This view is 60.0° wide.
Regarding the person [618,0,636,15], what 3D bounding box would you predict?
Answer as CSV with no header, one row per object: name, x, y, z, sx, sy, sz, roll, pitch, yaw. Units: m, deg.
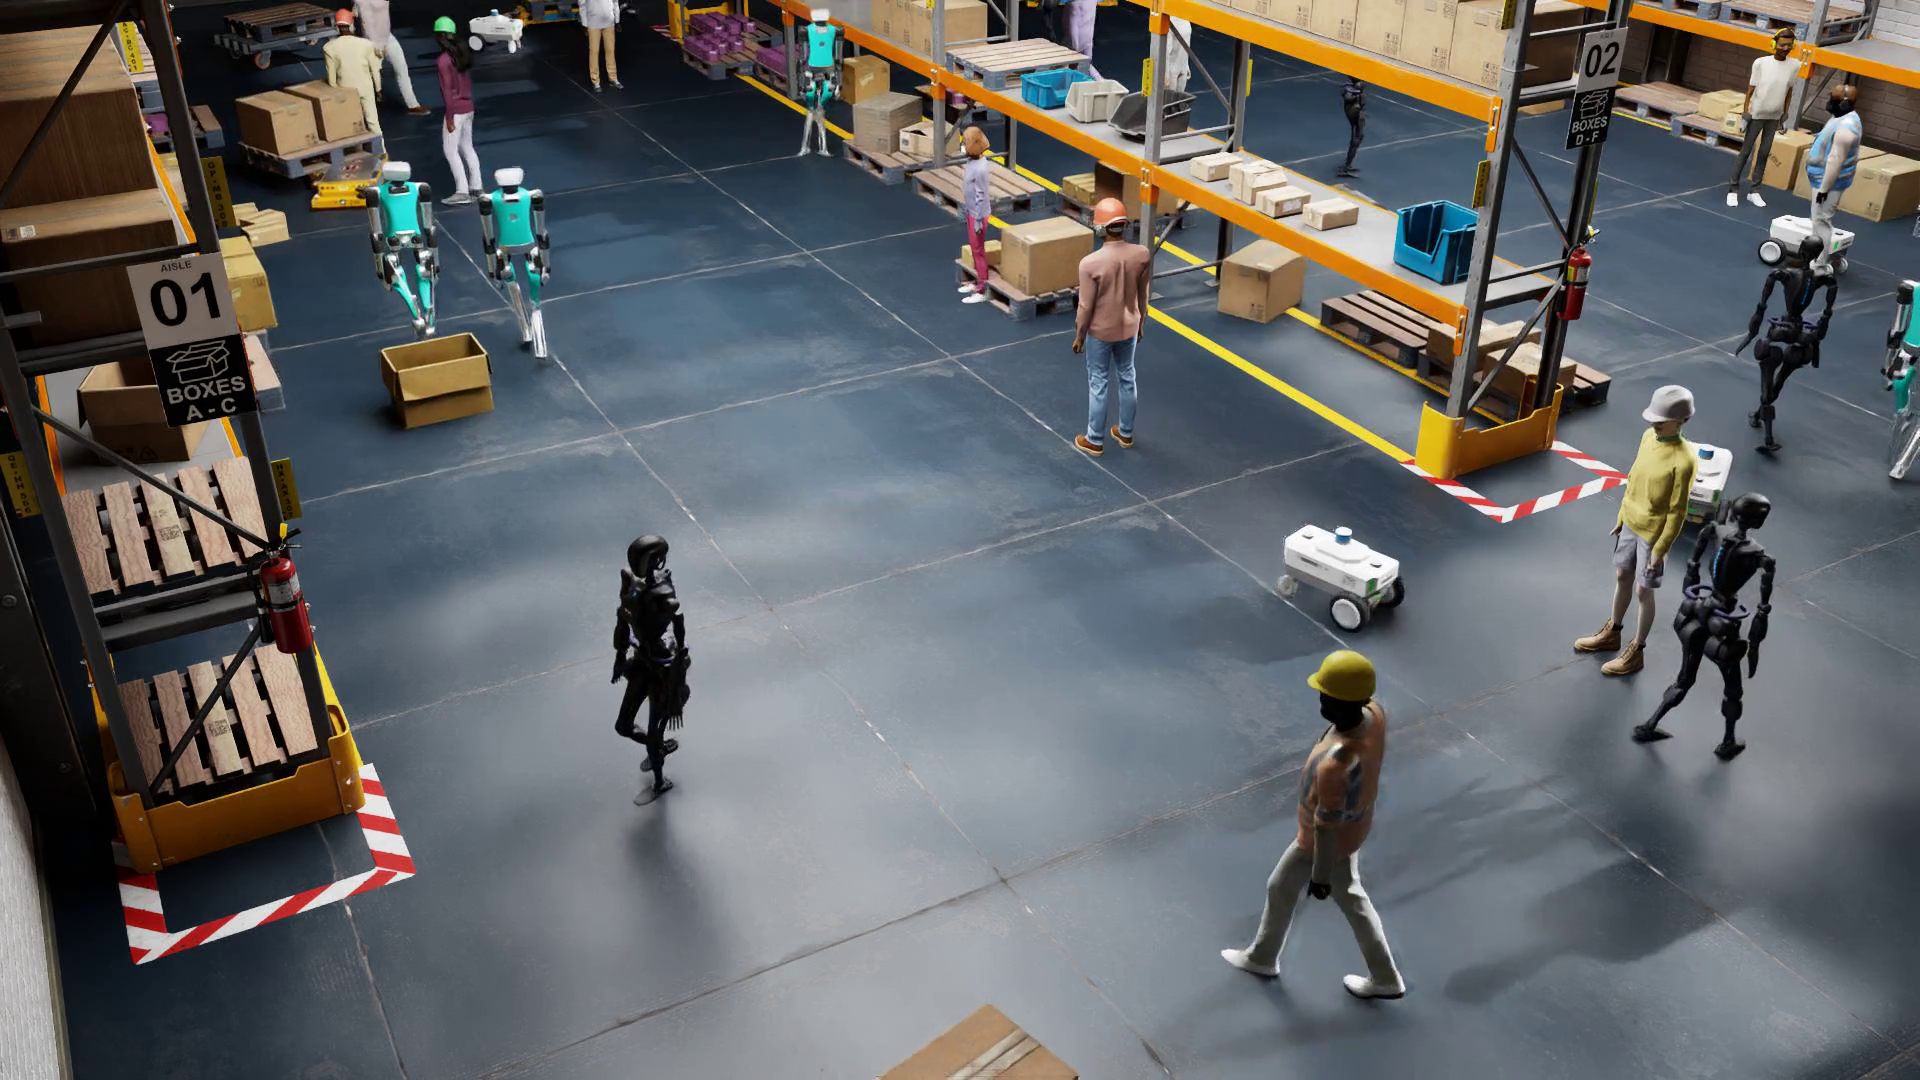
person,-5.130,-9.018,25.553,0.567,1.820,0.394,-21,36,-31

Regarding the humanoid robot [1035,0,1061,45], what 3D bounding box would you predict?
humanoid robot,1.271,-7.631,23.288,0.358,1.644,0.584,9,31,16

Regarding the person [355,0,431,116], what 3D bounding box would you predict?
person,-7.228,-6.176,20.540,0.999,1.893,0.640,7,31,12

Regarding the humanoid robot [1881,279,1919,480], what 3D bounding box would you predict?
humanoid robot,7.035,-1.195,12.110,0.814,1.861,0.530,-26,39,-37

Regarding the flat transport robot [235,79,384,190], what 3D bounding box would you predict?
flat transport robot,-7.261,-4.201,18.723,1.431,0.231,0.659,22,36,33

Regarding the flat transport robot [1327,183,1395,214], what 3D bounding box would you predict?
flat transport robot,4.008,-3.416,17.356,0.659,0.231,1.431,-9,31,-16

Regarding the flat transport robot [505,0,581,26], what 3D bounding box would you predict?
flat transport robot,-6.192,-8.070,25.459,1.431,0.231,0.659,-12,32,-19

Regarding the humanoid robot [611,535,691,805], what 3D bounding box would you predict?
humanoid robot,-1.618,0.691,8.811,0.375,1.644,0.601,-26,39,-37

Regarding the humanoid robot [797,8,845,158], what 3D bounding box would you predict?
humanoid robot,-1.639,-5.252,19.084,0.590,1.771,0.854,-6,30,-10

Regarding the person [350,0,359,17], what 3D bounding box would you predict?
person,-9.314,-8.988,25.491,0.530,1.825,0.637,-22,36,-33

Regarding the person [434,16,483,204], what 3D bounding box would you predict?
person,-5.389,-4.577,17.735,0.442,1.903,0.632,7,31,13

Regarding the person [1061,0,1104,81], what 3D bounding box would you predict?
person,1.521,-6.253,20.680,0.796,1.876,0.647,18,34,28

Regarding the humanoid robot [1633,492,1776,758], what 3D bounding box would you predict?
humanoid robot,4.213,0.455,9.249,0.532,1.640,0.585,-14,33,-23

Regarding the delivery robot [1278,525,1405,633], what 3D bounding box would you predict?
delivery robot,2.465,0.209,10.765,0.803,0.601,0.499,26,39,38

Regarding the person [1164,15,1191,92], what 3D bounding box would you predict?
person,2.496,-5.464,19.298,0.375,1.890,0.571,20,35,30

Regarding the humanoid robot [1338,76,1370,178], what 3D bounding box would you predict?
humanoid robot,4.402,-4.859,18.442,0.342,1.650,0.591,1,30,2

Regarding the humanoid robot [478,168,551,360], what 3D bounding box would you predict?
humanoid robot,-3.722,-2.350,14.032,0.538,1.721,1.050,-8,31,-14

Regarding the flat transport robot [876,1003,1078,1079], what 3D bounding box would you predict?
flat transport robot,0.119,2.853,6.444,0.659,0.231,1.431,4,30,7

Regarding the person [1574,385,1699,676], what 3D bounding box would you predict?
person,4.090,-0.066,9.904,0.389,1.887,0.470,-8,31,-13

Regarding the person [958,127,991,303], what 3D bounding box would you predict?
person,0.138,-2.977,15.232,0.284,1.628,0.500,-5,30,-8

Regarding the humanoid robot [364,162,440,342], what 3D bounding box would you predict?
humanoid robot,-4.500,-2.166,13.731,0.558,1.794,0.790,-14,33,-23

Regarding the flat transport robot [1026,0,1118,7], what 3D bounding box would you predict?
flat transport robot,1.763,-8.651,26.468,1.431,0.231,0.659,-1,30,-1

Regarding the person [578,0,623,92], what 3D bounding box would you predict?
person,-4.676,-6.755,21.686,0.560,1.742,0.334,-19,35,-30

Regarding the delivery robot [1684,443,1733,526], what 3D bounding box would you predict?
delivery robot,5.239,-0.405,11.797,0.499,0.564,0.739,15,33,25

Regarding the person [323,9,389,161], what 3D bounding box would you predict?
person,-6.829,-5.102,18.802,0.571,1.747,0.342,-10,31,-17

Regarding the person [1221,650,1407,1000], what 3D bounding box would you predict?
person,1.713,1.318,7.513,0.880,1.906,0.595,20,35,31

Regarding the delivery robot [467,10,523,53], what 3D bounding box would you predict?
delivery robot,-6.652,-7.266,23.786,0.781,0.610,0.509,6,30,10

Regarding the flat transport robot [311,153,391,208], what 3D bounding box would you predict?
flat transport robot,-6.698,-3.974,18.328,0.659,0.231,1.431,-5,30,-8

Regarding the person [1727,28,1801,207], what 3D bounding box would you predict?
person,8.495,-4.448,17.546,0.508,1.872,0.329,1,30,1

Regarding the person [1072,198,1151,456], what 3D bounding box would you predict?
person,1.119,-1.583,12.444,0.610,1.986,0.389,-14,33,-22

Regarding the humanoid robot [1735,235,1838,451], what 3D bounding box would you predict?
humanoid robot,6.292,-1.504,12.680,0.600,1.634,0.798,4,30,7

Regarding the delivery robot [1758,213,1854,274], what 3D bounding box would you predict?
delivery robot,8.242,-2.895,16.175,0.499,0.607,0.808,-20,36,-31

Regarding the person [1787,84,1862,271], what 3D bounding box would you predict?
person,8.200,-3.387,15.746,0.432,1.835,0.623,10,31,17
